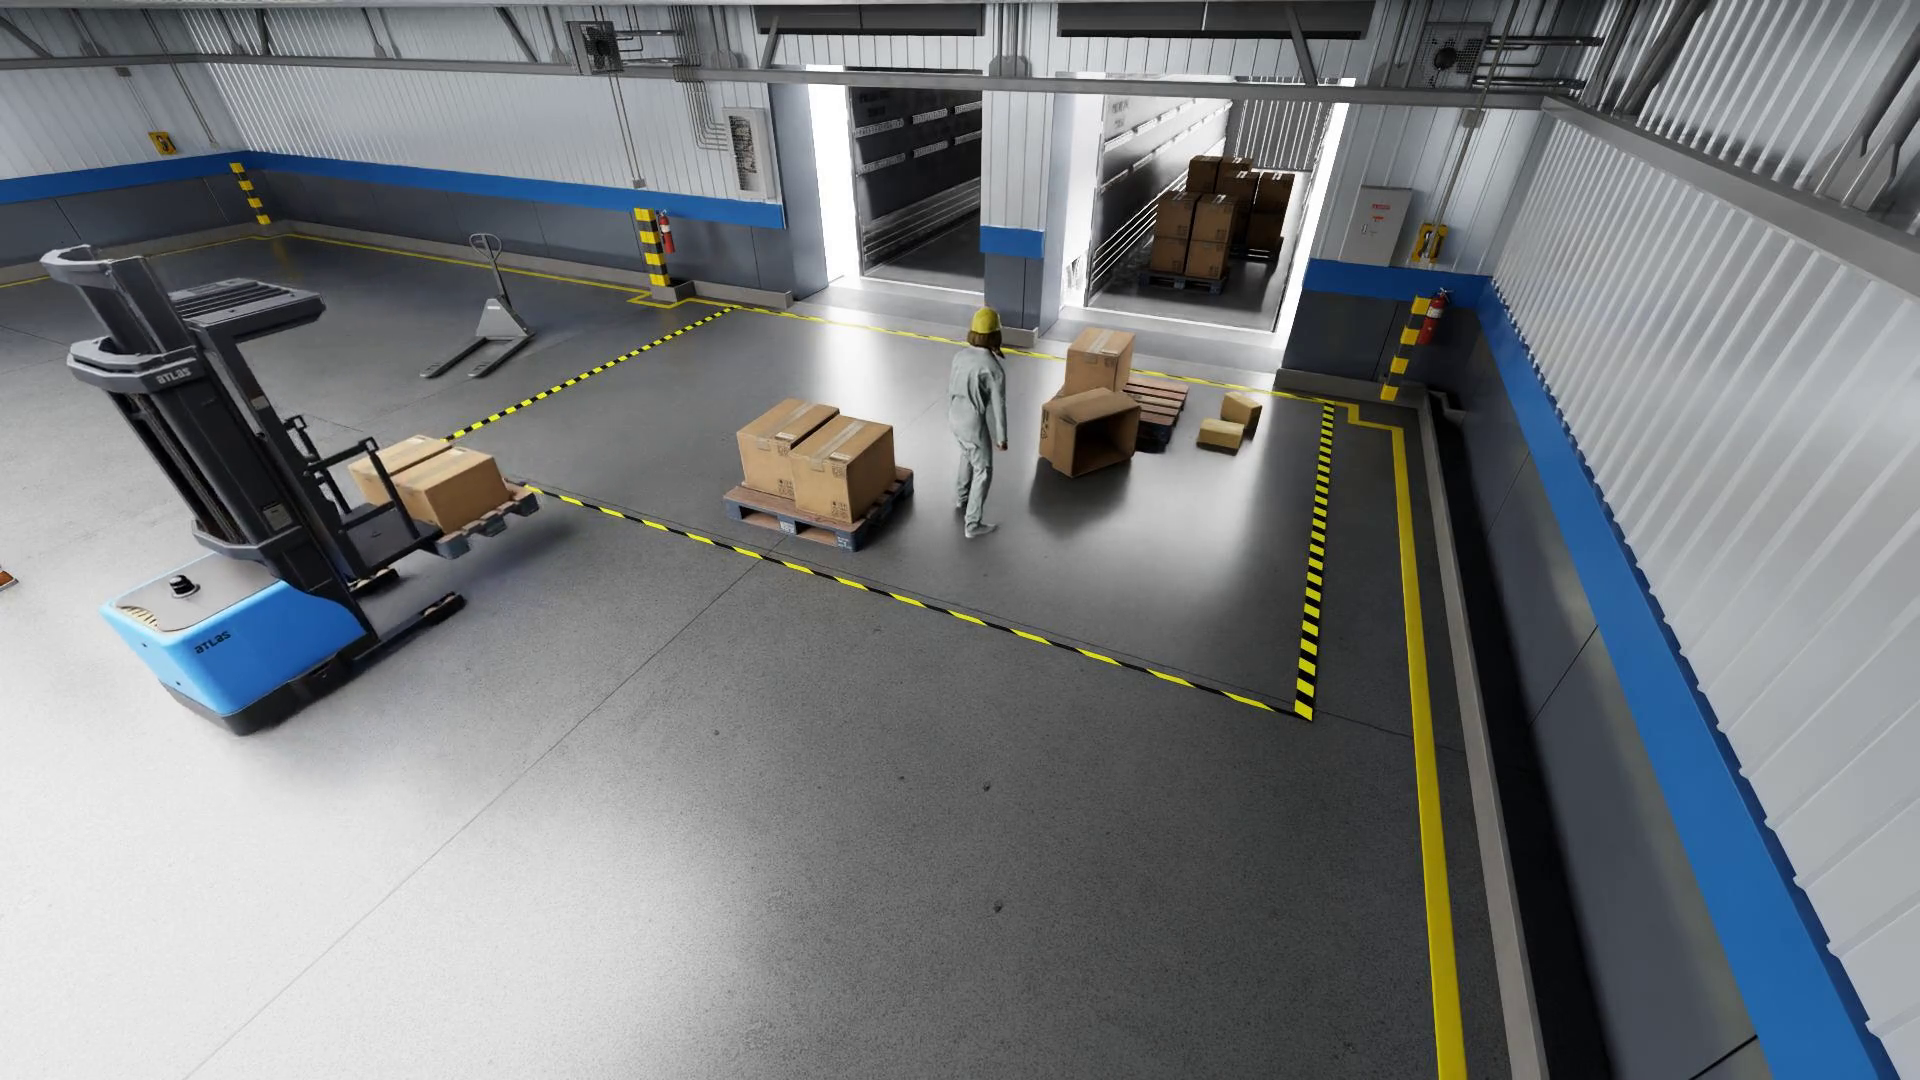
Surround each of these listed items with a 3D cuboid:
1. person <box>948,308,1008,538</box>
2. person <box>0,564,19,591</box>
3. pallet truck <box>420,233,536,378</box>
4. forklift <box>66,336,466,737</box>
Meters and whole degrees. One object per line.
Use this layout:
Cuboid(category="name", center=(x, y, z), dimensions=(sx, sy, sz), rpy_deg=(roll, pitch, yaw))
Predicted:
Cuboid(category="person", center=(0.109, -0.880, 5.523), dimensions=(0.595, 1.637, 0.656), rpy_deg=(-27, 44, -33))
Cuboid(category="person", center=(-6.909, -0.447, 4.636), dimensions=(0.602, 1.949, 0.387), rpy_deg=(17, 39, 22))
Cuboid(category="pallet truck", center=(-5.664, -2.712, 8.427), dimensions=(0.680, 1.201, 1.601), rpy_deg=(0, 35, -1))
Cuboid(category="forklift", center=(-4.079, -0.002, 3.932), dimensions=(0.716, 2.013, 0.776), rpy_deg=(15, 38, 20))
